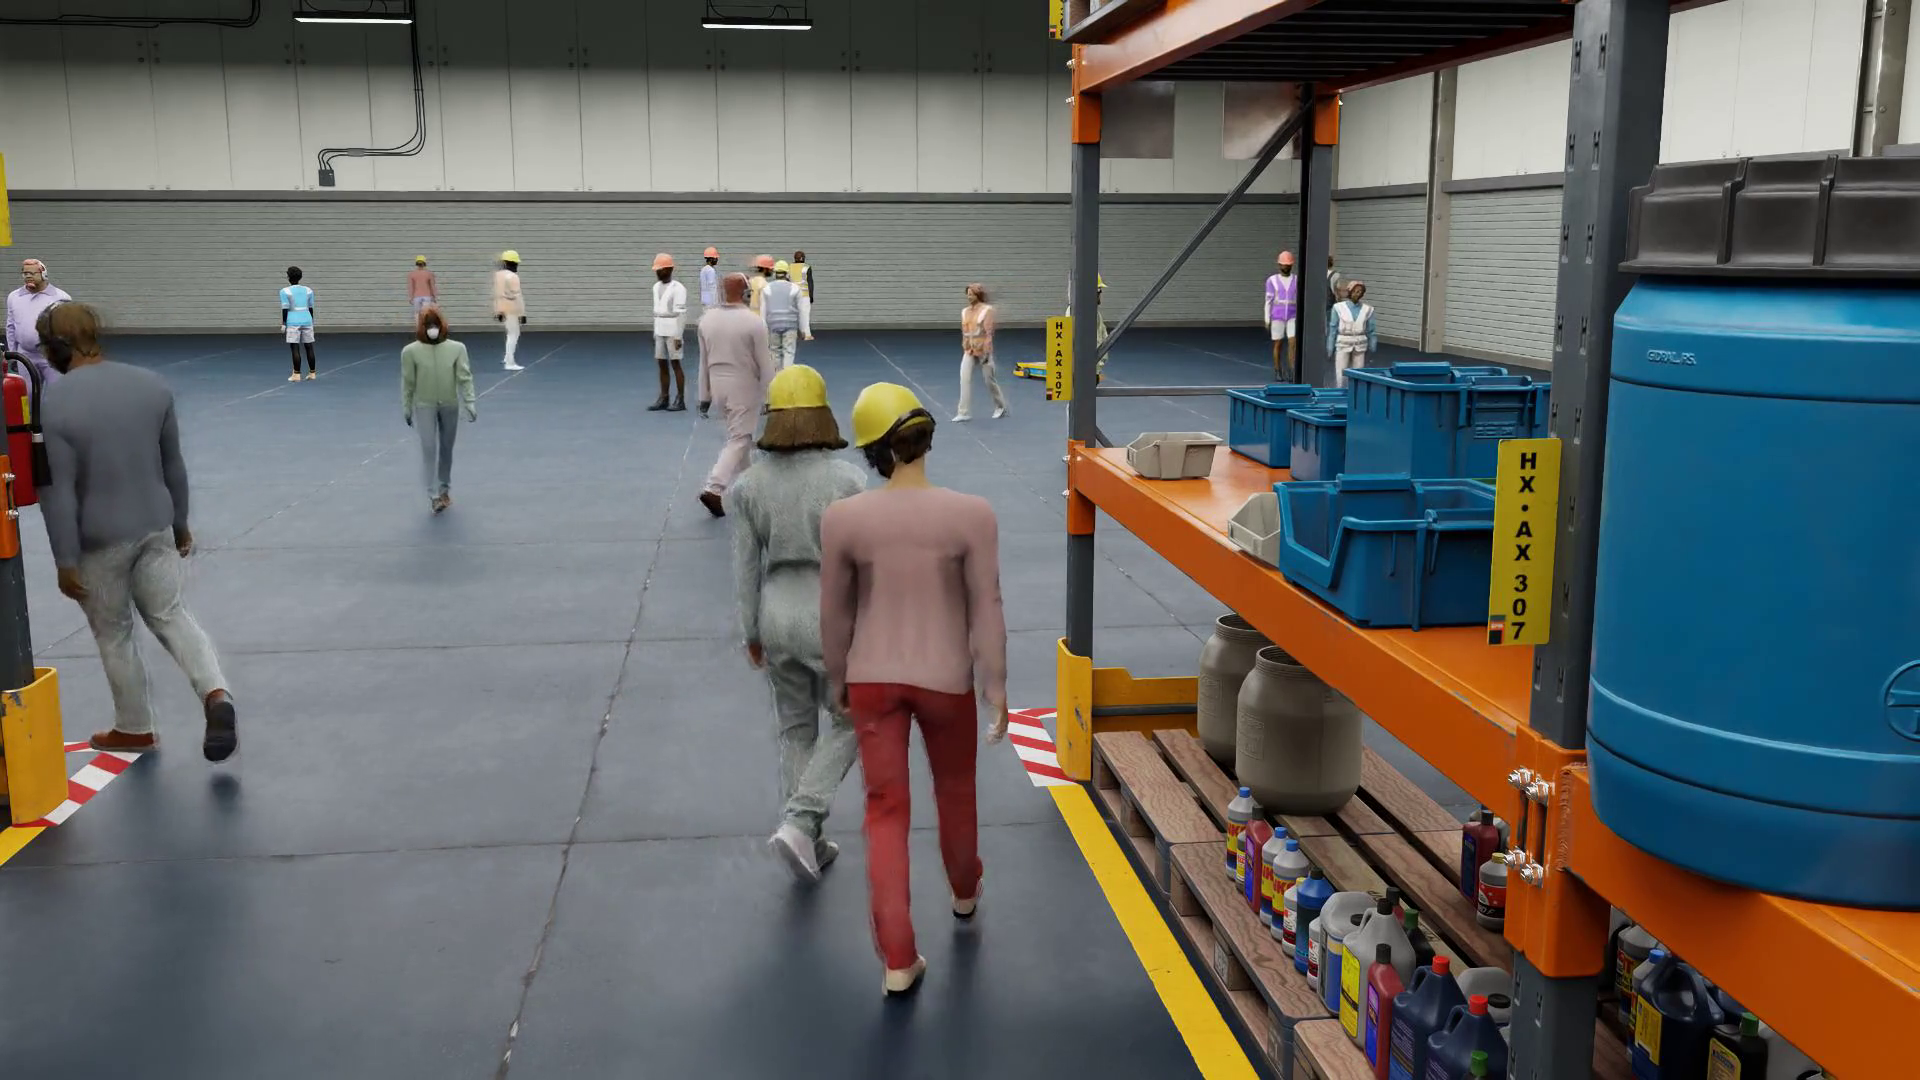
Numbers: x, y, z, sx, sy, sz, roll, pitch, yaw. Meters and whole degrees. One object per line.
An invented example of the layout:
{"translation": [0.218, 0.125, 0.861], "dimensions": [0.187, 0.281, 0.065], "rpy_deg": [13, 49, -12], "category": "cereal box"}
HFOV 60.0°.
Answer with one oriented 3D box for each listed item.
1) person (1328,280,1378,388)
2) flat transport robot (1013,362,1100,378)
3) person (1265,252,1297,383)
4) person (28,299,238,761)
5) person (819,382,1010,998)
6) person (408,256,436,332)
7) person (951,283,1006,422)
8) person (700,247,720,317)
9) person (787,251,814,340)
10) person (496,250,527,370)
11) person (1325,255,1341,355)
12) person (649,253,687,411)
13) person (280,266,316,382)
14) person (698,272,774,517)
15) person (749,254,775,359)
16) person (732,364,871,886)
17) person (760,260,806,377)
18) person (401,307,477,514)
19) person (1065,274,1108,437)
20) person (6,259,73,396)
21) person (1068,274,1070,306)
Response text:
{"translation": [4.531, -2.156, 19.097], "dimensions": [0.547, 1.622, 0.519], "rpy_deg": [0, 10, -2], "category": "person"}
{"translation": [1.439, -2.540, 24.949], "dimensions": [0.652, 0.197, 1.431], "rpy_deg": [-6, 12, -28], "category": "flat transport robot"}
{"translation": [4.745, -3.235, 24.267], "dimensions": [0.577, 1.899, 0.891], "rpy_deg": [0, 10, 0], "category": "person"}
{"translation": [-3.284, -0.004, 6.620], "dimensions": [0.829, 1.898, 0.684], "rpy_deg": [5, 12, 27], "category": "person"}
{"translation": [-0.121, 0.394, 4.895], "dimensions": [0.559, 1.711, 0.869], "rpy_deg": [1, 10, 6], "category": "person"}
{"translation": [-11.287, -5.089, 34.921], "dimensions": [0.553, 1.725, 0.856], "rpy_deg": [-3, 11, -18], "category": "person"}
{"translation": [0.245, -2.189, 19.378], "dimensions": [0.511, 1.604, 0.826], "rpy_deg": [8, 13, 38], "category": "person"}
{"translation": [-4.500, -4.318, 30.125], "dimensions": [0.361, 1.939, 0.543], "rpy_deg": [-5, 12, -27], "category": "person"}
{"translation": [-3.301, -5.041, 34.377], "dimensions": [0.619, 1.837, 0.430], "rpy_deg": [3, 11, 18], "category": "person"}
{"translation": [-7.153, -3.673, 26.653], "dimensions": [0.477, 1.909, 0.629], "rpy_deg": [-9, 14, -42], "category": "person"}
{"translation": [6.657, -4.273, 30.248], "dimensions": [0.520, 1.820, 0.855], "rpy_deg": [2, 11, 11], "category": "person"}
{"translation": [-3.593, -2.538, 20.381], "dimensions": [0.549, 1.934, 0.371], "rpy_deg": [8, 13, 36], "category": "person"}
{"translation": [-9.769, -3.179, 24.544], "dimensions": [0.319, 1.697, 0.533], "rpy_deg": [8, 13, 36], "category": "person"}
{"translation": [-1.757, -1.132, 12.871], "dimensions": [0.658, 1.872, 0.936], "rpy_deg": [7, 12, 34], "category": "person"}
{"translation": [-2.873, -3.096, 23.546], "dimensions": [0.900, 1.901, 0.558], "rpy_deg": [-8, 13, -38], "category": "person"}
{"translation": [-0.516, 0.295, 5.411], "dimensions": [0.501, 1.719, 0.477], "rpy_deg": [4, 11, 20], "category": "person"}
{"translation": [-2.419, -2.914, 22.814], "dimensions": [0.617, 1.804, 0.664], "rpy_deg": [0, 10, -3], "category": "person"}
{"translation": [-4.060, -1.013, 12.969], "dimensions": [0.508, 1.584, 0.846], "rpy_deg": [-6, 12, -29], "category": "person"}
{"translation": [1.193, -1.641, 15.737], "dimensions": [0.404, 1.834, 0.592], "rpy_deg": [-3, 11, -16], "category": "person"}
{"translation": [-9.224, -1.853, 16.696], "dimensions": [0.639, 1.910, 0.407], "rpy_deg": [-1, 10, -8], "category": "person"}
{"translation": [2.223, -4.435, 31.052], "dimensions": [0.430, 1.838, 0.619], "rpy_deg": [9, 14, 40], "category": "person"}
